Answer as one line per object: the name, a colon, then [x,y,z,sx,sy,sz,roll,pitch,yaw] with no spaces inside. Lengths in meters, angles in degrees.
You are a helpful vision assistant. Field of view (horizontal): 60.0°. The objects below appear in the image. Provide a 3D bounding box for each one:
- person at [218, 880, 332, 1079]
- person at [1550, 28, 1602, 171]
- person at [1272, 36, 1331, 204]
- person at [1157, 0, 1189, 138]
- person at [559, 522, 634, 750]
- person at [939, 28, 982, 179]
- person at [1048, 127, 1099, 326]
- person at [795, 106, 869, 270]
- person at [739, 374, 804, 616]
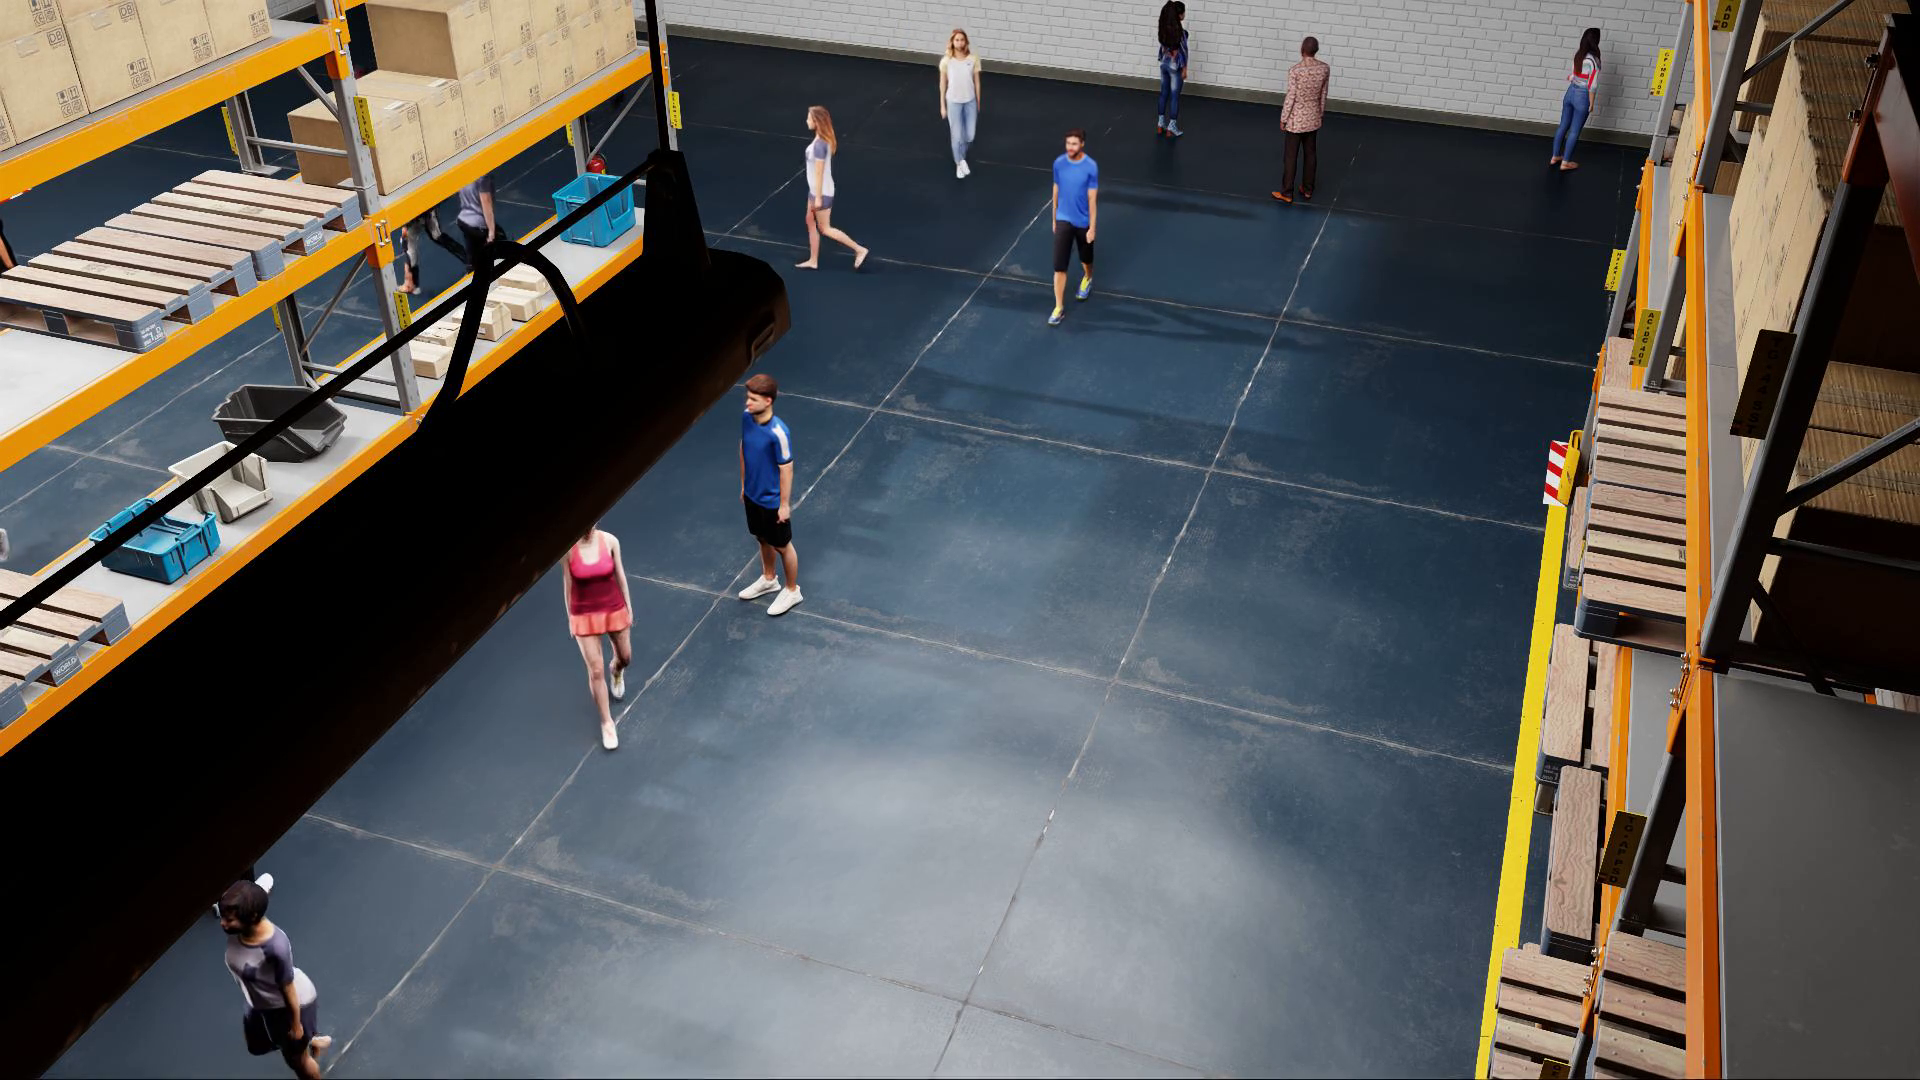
person: [-3.307,2.220,8.189,0.624,1.556,0.693,19,38,26]
person: [7.107,-5.084,19.128,0.721,1.611,0.657,-14,36,-20]
person: [3.760,-4.612,18.240,0.774,1.808,0.819,-12,36,-18]
person: [2.561,-5.683,20.027,0.724,1.614,0.694,-21,39,-28]
person: [-2.316,0.447,10.694,0.893,1.737,1.014,-10,35,-14]
person: [-0.011,-4.955,18.844,0.752,1.711,0.781,-6,34,-10]
person: [1.134,-3.055,15.882,0.605,1.826,1.196,12,35,17]
person: [-1.299,-3.471,16.617,0.914,1.704,1.017,-1,34,-1]
person: [-1.350,-0.343,11.765,0.725,1.866,0.711,28,43,35]
